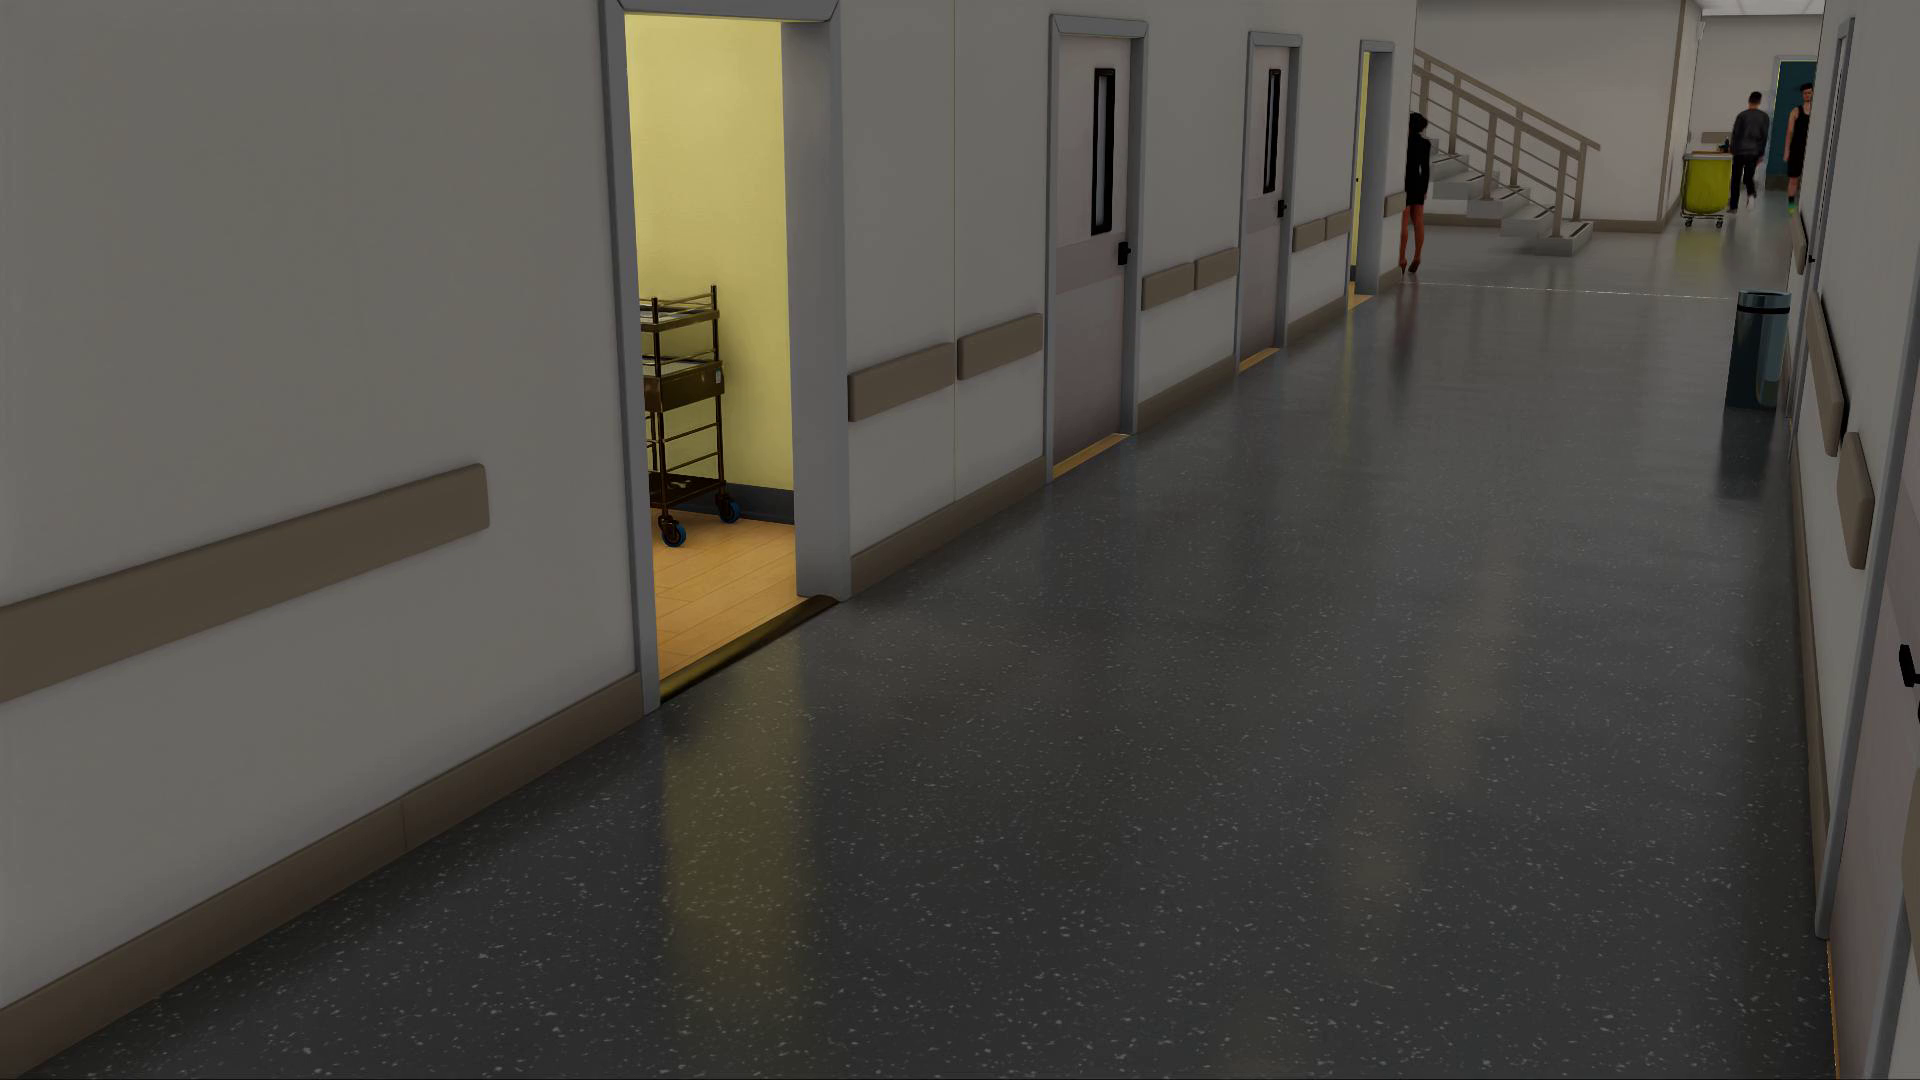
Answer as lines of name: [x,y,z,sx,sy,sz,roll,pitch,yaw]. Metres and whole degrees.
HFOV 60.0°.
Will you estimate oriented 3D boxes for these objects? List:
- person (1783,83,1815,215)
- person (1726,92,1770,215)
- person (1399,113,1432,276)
person: [12.058,-5.547,23.792,1.118,1.850,0.795,5,17,18]
person: [11.471,-5.606,24.192,0.904,1.746,0.851,2,16,6]
person: [4.660,-3.584,17.217,0.709,1.639,0.767,-8,17,-25]
